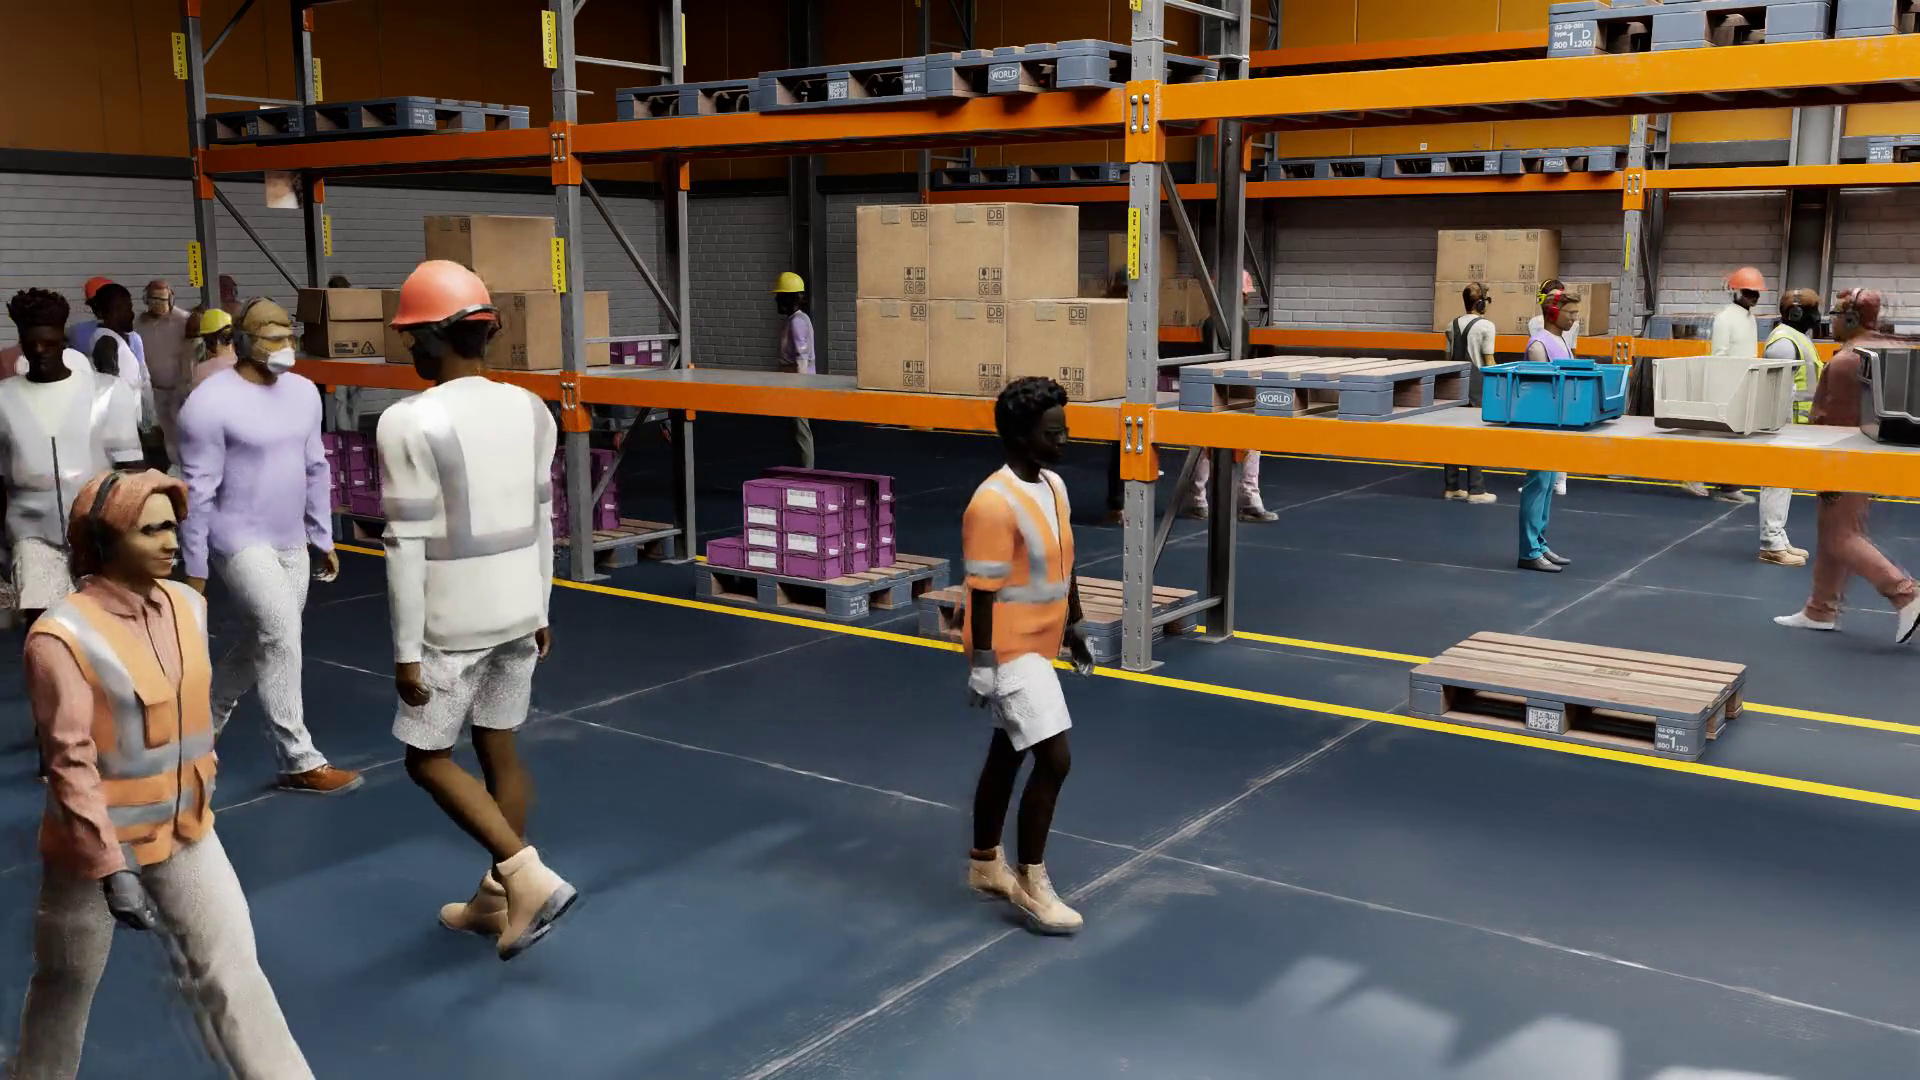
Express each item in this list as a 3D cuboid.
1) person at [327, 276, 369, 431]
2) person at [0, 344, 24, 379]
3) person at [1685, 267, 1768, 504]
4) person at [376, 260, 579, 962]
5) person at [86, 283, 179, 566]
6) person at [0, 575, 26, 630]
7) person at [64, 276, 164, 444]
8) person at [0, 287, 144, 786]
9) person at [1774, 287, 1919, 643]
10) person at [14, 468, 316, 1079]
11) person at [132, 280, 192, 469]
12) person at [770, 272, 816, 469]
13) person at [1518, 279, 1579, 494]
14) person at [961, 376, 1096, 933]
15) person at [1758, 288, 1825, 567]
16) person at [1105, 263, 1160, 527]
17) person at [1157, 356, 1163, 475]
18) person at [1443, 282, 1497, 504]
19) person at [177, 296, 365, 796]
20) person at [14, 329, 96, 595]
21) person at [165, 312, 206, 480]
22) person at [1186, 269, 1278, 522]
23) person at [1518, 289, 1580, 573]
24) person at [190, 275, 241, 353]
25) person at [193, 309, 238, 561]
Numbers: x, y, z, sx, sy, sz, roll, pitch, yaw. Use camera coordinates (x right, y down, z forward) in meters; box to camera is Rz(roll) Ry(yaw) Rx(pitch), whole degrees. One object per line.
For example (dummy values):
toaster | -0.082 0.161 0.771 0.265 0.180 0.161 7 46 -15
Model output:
person | -6.248 -1.723 16.832 0.645 1.884 1.056 -4 10 -24
person | -6.378 -0.785 11.576 0.544 1.735 0.500 -6 11 -33
person | 6.423 -1.280 13.869 0.493 1.979 0.617 9 13 44
person | -1.347 0.227 4.748 0.600 2.032 0.619 6 11 31
person | -5.511 -0.725 10.855 0.594 1.878 0.656 -3 10 -19
person | -5.517 -0.409 8.823 0.621 1.937 1.042 7 12 37
person | -5.859 -0.861 11.527 0.640 1.914 0.400 1 10 9
person | -3.618 -0.061 6.745 0.598 1.930 0.937 -4 10 -23
person | 4.811 -0.392 8.840 0.657 1.890 0.759 -9 13 -43
person | -1.719 0.643 3.546 0.898 1.587 0.515 3 10 15
person | -6.699 -1.254 14.073 0.745 1.851 0.929 0 10 0
person | -1.395 -1.279 13.991 0.384 1.928 0.589 -1 10 -6
person | 5.087 -1.314 14.386 0.535 1.864 0.309 -3 10 -18
person | 0.247 0.341 5.062 0.580 1.676 0.545 4 10 22
person | 5.564 -0.757 11.136 0.429 1.846 0.627 6 11 31
person | 1.307 -1.107 12.631 0.629 2.000 0.697 8 12 40
person | 1.725 -1.475 15.825 0.316 1.706 0.623 -8 13 -41
person | 4.279 -1.228 13.931 0.344 1.847 0.507 -6 11 -32
person | -2.730 0.025 6.346 0.847 1.909 0.642 3 10 18
person | -4.630 -0.346 8.638 0.481 1.858 0.601 1 10 6
person | -6.416 -1.086 13.829 0.534 1.607 0.740 9 13 43
person | 2.115 -1.087 12.747 0.845 1.964 0.634 9 13 43
person | 3.848 -0.722 10.931 0.389 1.842 0.566 6 11 30
person | -7.246 -1.678 16.495 0.685 1.882 0.674 -2 10 -14
person | -4.771 -0.663 10.972 0.941 1.713 0.531 8 12 39
